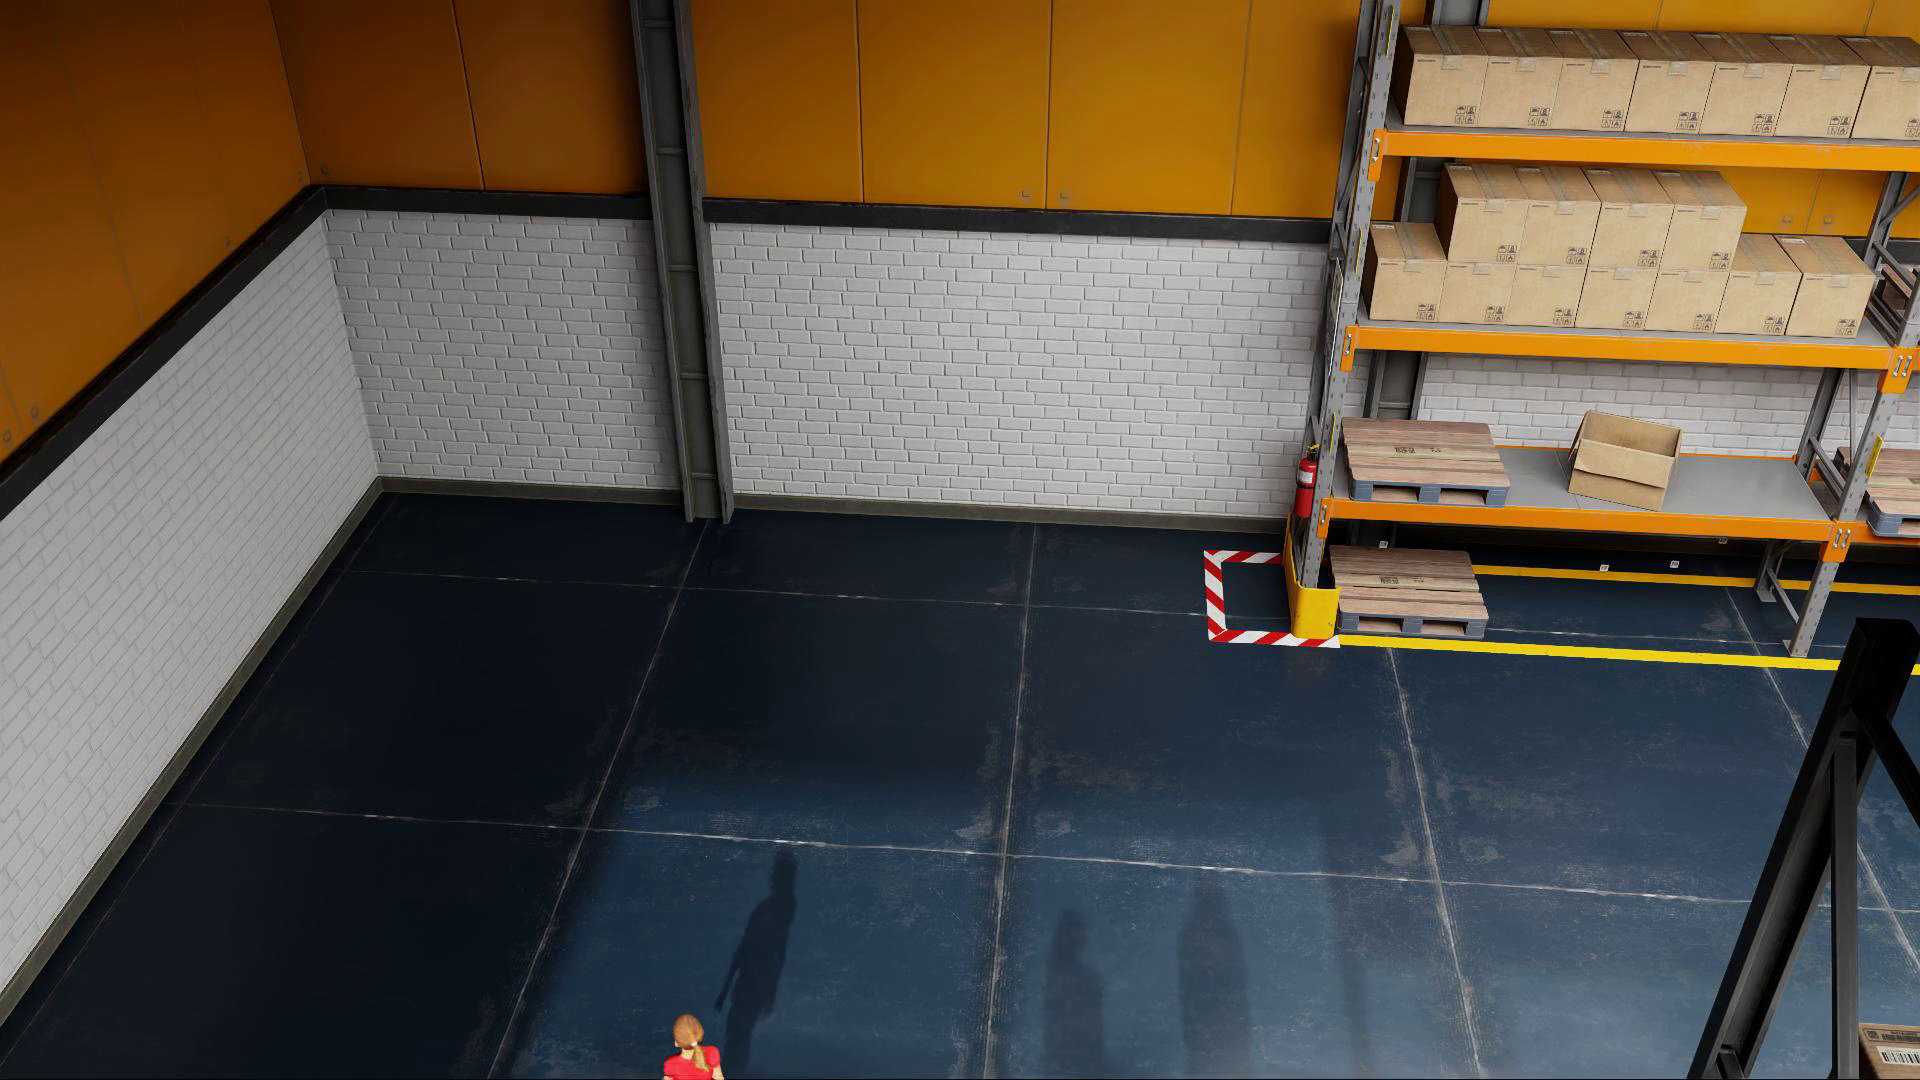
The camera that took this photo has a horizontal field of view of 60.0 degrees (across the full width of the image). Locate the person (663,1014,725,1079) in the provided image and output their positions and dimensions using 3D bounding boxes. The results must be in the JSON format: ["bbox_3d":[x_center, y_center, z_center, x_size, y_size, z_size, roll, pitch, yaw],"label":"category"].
[{"bbox_3d":[-1.423,3.138,9.100,0.578,1.299,0.647,-17,37,-23],"label":"person"}]
